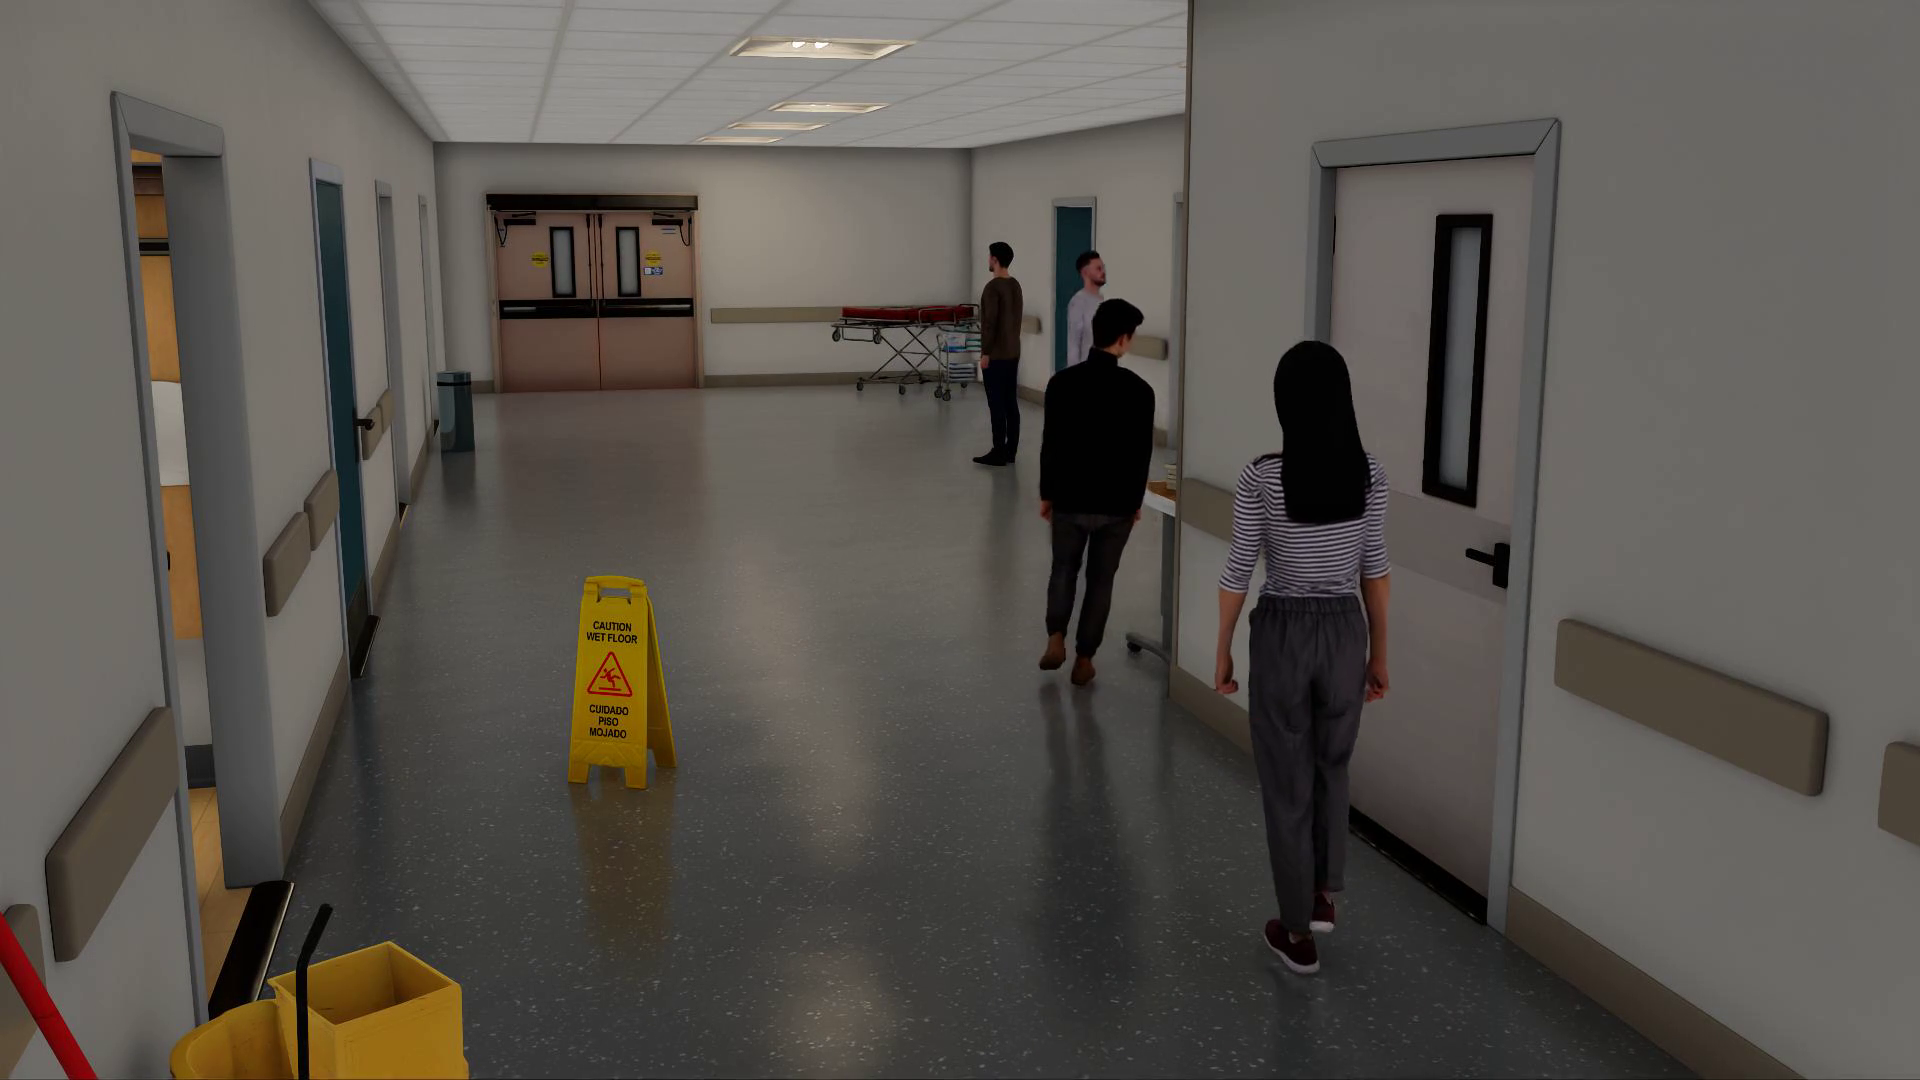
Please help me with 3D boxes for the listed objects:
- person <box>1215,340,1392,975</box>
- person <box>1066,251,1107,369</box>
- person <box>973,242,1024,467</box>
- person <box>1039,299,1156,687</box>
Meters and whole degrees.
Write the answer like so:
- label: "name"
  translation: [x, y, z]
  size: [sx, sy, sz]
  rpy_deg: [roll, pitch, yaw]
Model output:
- label: "person"
  translation: [0.956, 0.344, 4.439]
  size: [0.657, 1.722, 0.635]
  rpy_deg: [-1, 11, -6]
- label: "person"
  translation: [0.907, -1.252, 12.580]
  size: [1.064, 1.823, 0.990]
  rpy_deg: [7, 13, 34]
- label: "person"
  translation: [0.350, -1.591, 14.188]
  size: [0.797, 1.889, 0.735]
  rpy_deg: [6, 12, 29]
- label: "person"
  translation: [0.584, -0.183, 7.267]
  size: [0.749, 1.702, 0.758]
  rpy_deg: [2, 11, 9]
